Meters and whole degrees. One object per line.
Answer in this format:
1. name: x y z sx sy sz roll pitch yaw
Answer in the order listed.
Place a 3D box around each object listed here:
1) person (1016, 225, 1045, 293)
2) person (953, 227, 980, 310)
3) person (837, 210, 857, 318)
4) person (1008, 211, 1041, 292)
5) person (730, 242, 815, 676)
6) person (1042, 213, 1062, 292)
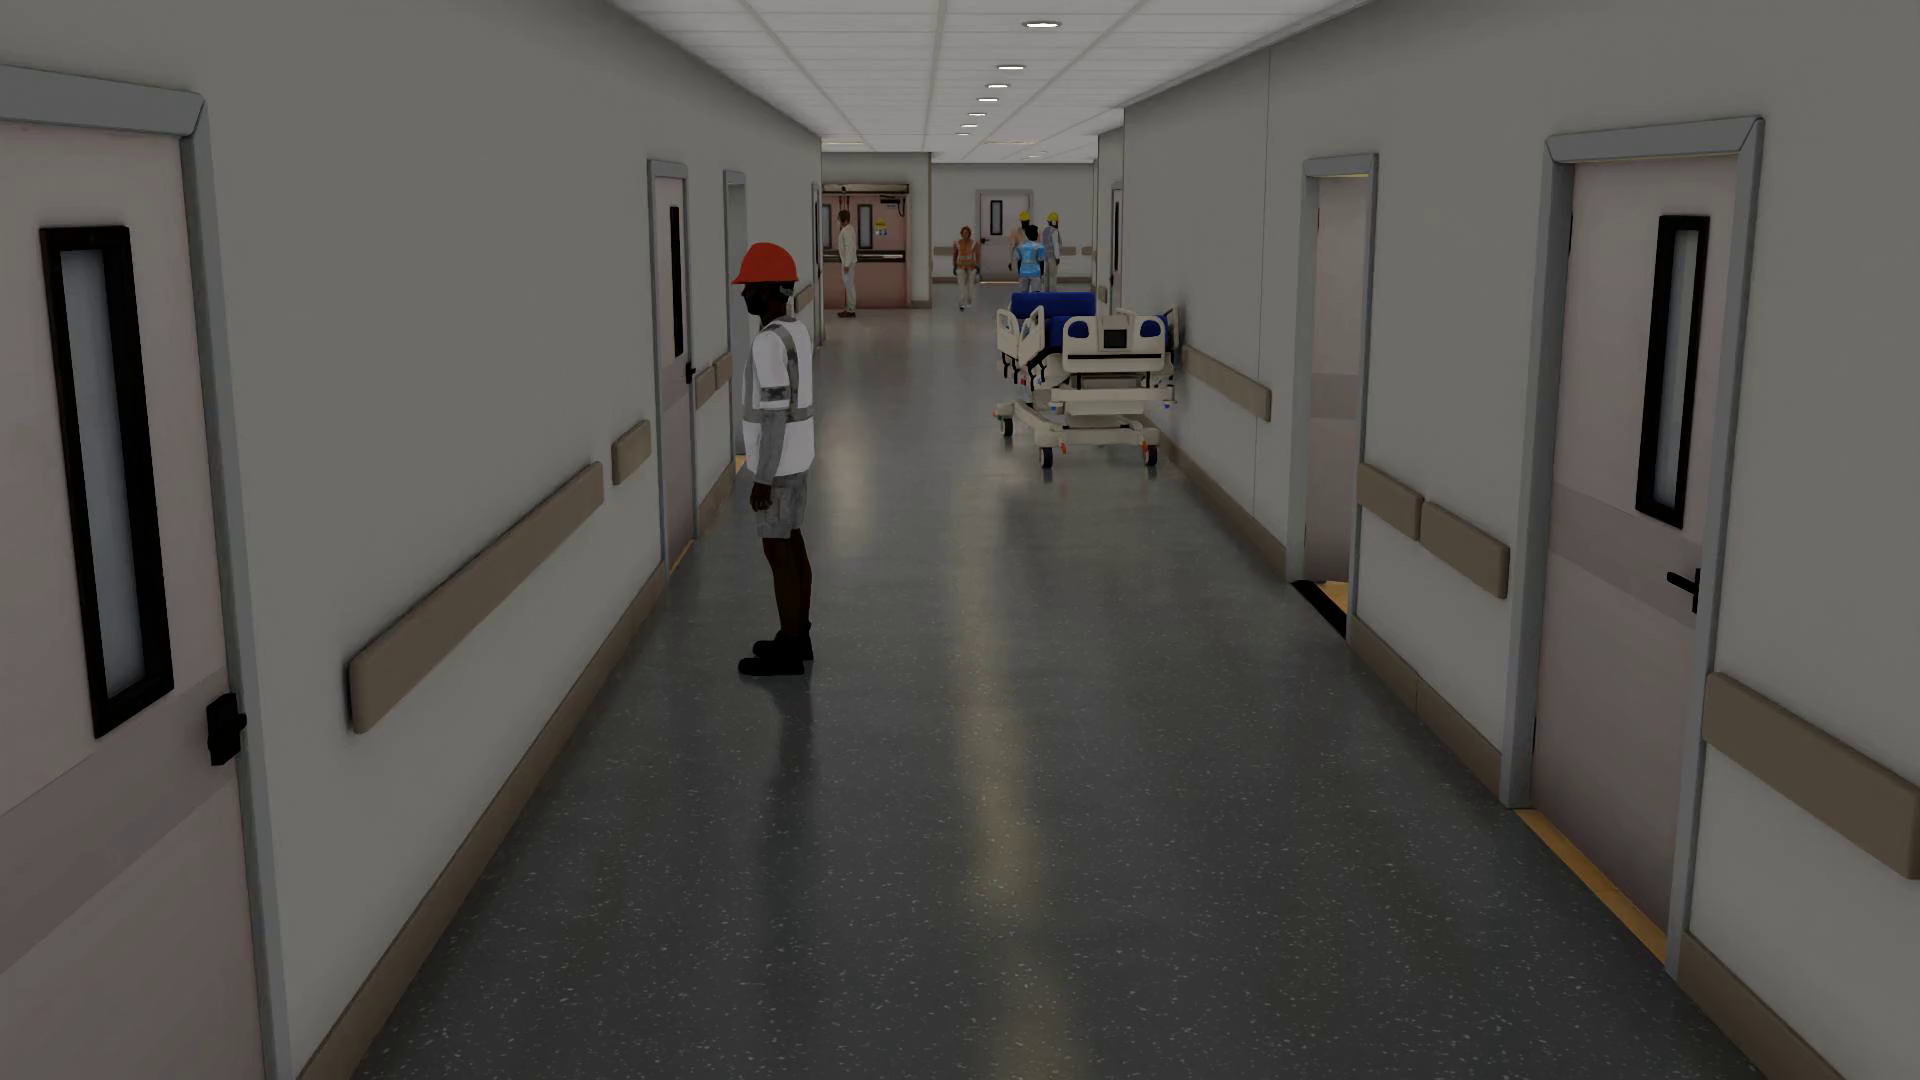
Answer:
1. person: 1.200 -4.484 28.180 0.536 1.699 0.322 7 14 31
2. person: 0.128 -5.278 32.297 0.534 1.589 0.857 0 12 2
3. person: -2.045 -4.992 30.078 0.377 1.936 0.628 -1 12 -4
4. person: 1.252 -5.447 32.422 0.619 1.873 0.974 2 12 11
5. person: -0.840 -0.355 7.482 0.356 1.937 0.552 2 12 8
6. person: 1.985 -6.078 35.617 0.404 1.835 0.586 -5 13 -24
